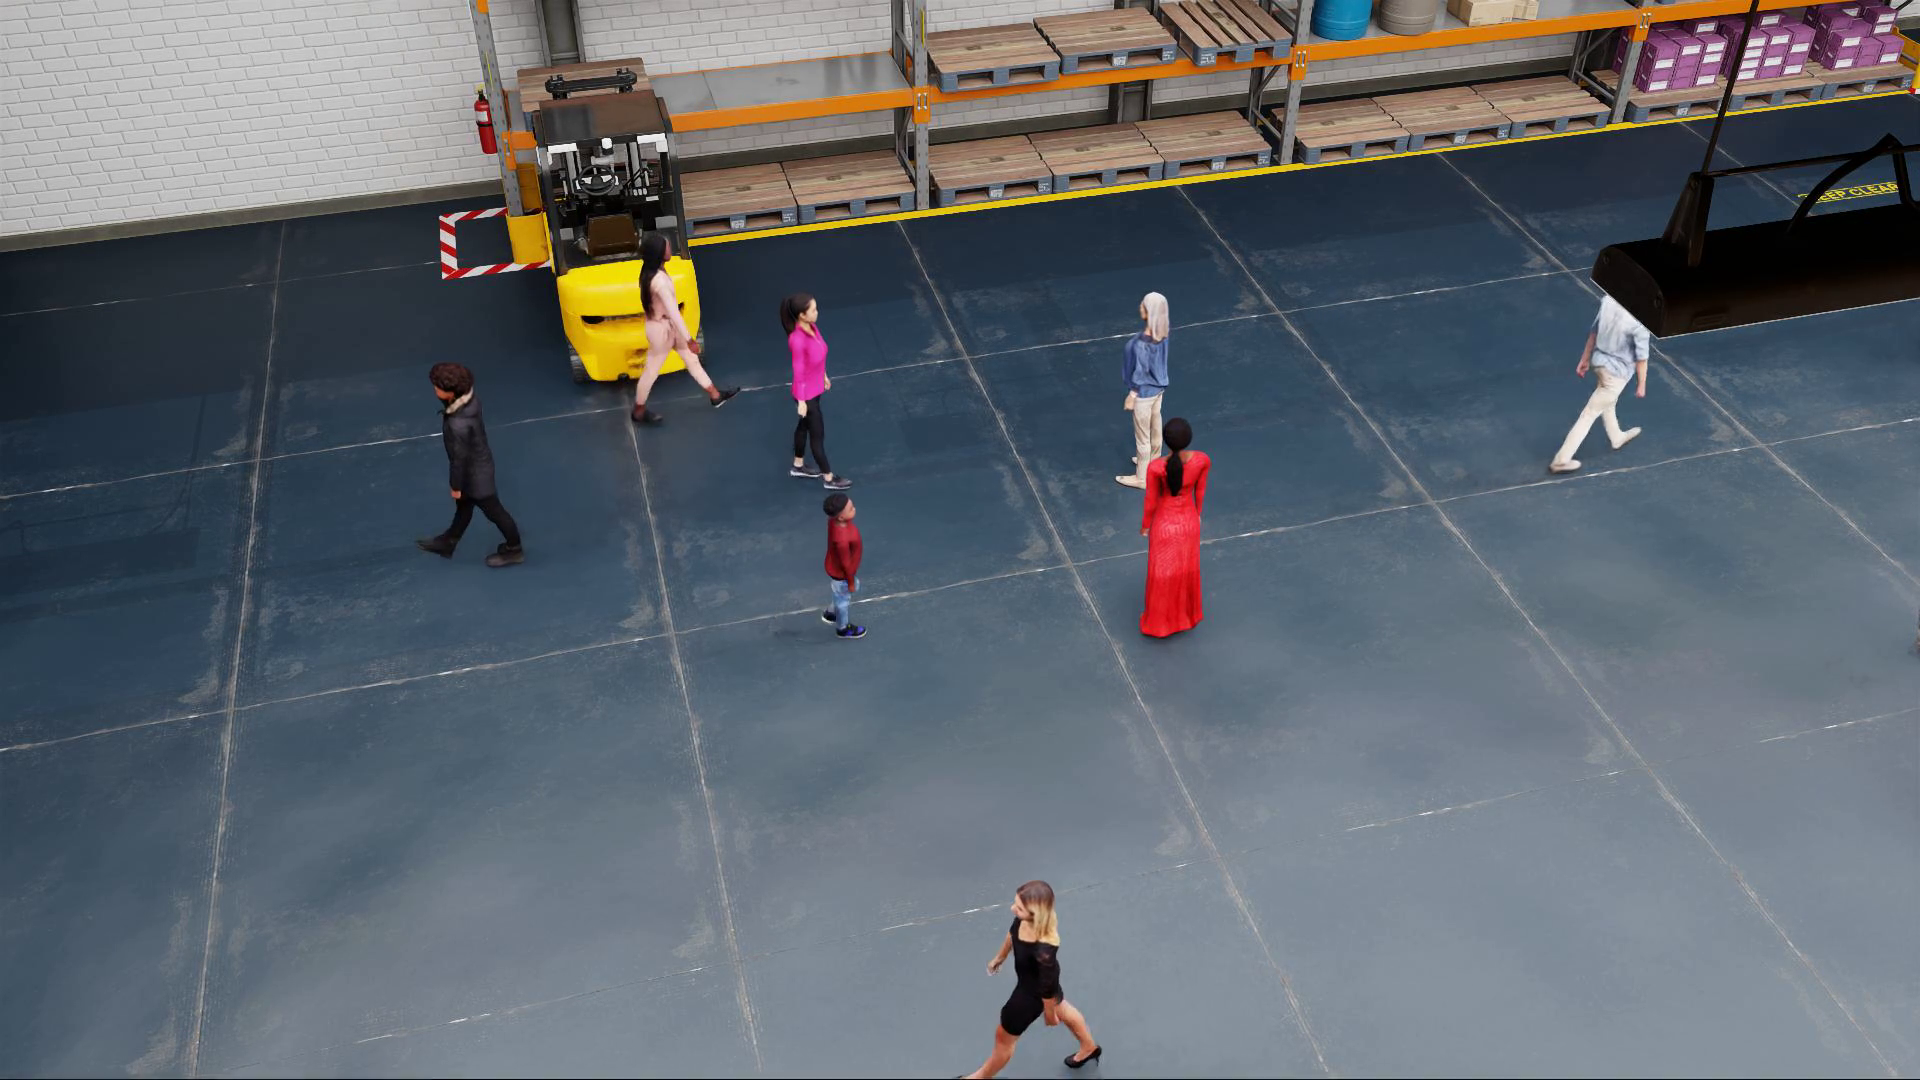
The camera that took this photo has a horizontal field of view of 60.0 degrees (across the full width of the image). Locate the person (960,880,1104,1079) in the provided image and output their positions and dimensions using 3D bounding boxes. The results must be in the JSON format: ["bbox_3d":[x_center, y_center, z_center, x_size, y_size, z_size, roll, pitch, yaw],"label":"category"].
[{"bbox_3d":[0.474,2.304,8.576,1.114,1.620,0.701,-3,39,-4],"label":"person"}]

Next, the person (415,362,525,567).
[{"bbox_3d":[-3.417,-0.514,12.000,1.016,1.751,0.684,-7,39,-8],"label":"person"}]

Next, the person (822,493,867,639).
[{"bbox_3d":[-0.874,0.188,11.522,0.529,1.250,0.526,-8,39,-9],"label":"person"}]

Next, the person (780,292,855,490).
[{"bbox_3d":[-1.238,-1.164,12.866,0.884,1.697,0.763,6,39,7],"label":"person"}]

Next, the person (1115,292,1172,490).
[{"bbox_3d":[1.458,-1.165,12.866,0.763,1.698,0.701,20,43,23],"label":"person"}]

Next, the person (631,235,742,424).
[{"bbox_3d":[-2.494,-1.638,13.472,1.161,1.671,0.660,-7,39,-9],"label":"person"}]

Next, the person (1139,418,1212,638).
[{"bbox_3d":[1.467,-0.074,11.430,0.540,1.784,0.696,-11,40,-14],"label":"person"}]

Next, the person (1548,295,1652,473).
[{"bbox_3d":[4.967,-1.284,12.914,1.128,1.813,0.697,-12,40,-14],"label":"person"}]
